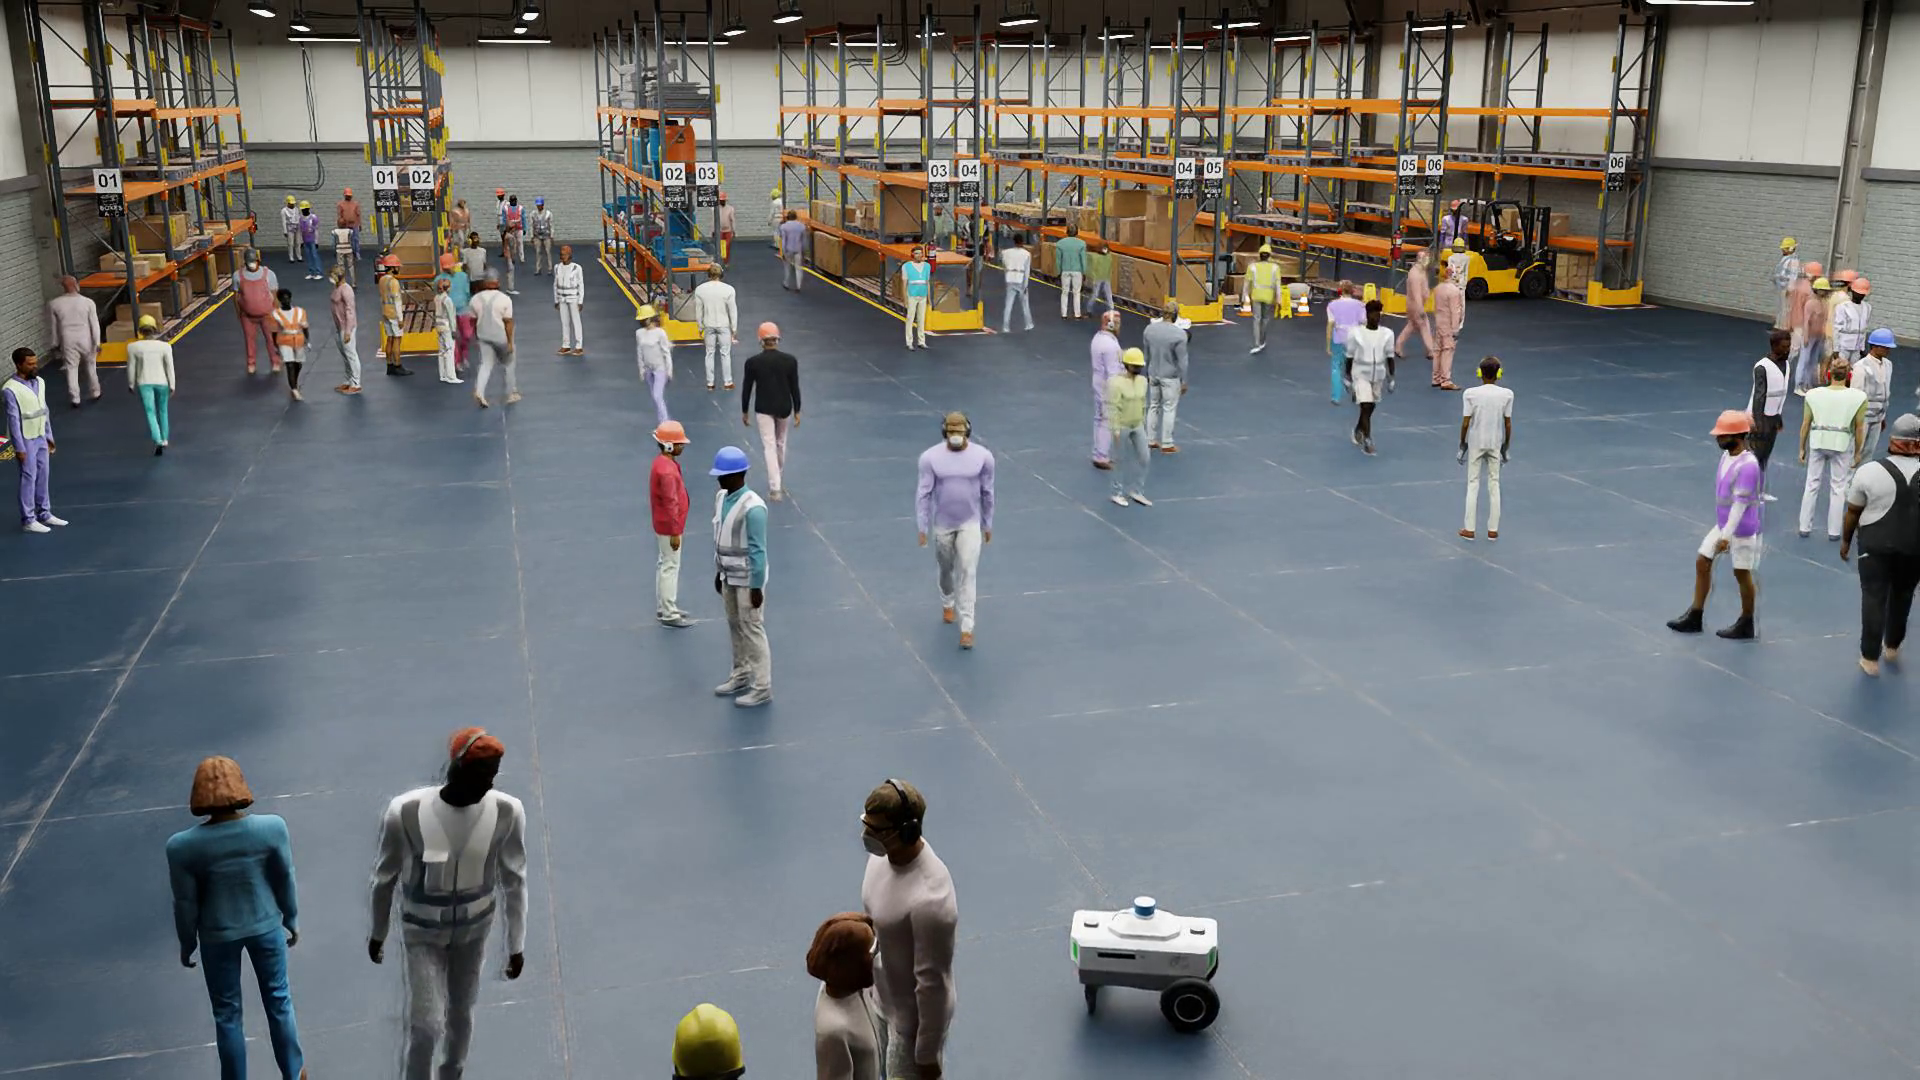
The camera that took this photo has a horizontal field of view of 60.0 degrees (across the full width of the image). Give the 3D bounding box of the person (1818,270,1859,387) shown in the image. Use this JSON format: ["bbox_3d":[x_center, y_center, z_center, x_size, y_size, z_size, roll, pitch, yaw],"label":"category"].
[{"bbox_3d":[13.087,-3.021,24.541,0.705,1.913,0.558,1,15,5],"label":"person"}]

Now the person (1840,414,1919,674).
[{"bbox_3d":[7.261,-0.015,12.994,0.712,2.000,0.833,5,16,18],"label":"person"}]

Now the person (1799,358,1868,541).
[{"bbox_3d":[8.743,-0.900,16.724,0.562,1.837,0.389,10,18,32],"label":"person"}]

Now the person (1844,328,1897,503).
[{"bbox_3d":[9.968,-1.359,18.259,0.601,1.939,0.409,-9,17,-31],"label":"person"}]

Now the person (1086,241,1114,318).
[{"bbox_3d":[2.863,-5.229,33.504,0.517,1.581,0.826,-7,17,-25],"label":"person"}]

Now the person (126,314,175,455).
[{"bbox_3d":[-10.143,-1.963,20.913,0.523,1.731,0.848,-10,18,-34],"label":"person"}]

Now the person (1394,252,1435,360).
[{"bbox_3d":[7.878,-3.978,28.318,0.938,1.833,0.695,4,15,15],"label":"person"}]

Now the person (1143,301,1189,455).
[{"bbox_3d":[2.564,-2.025,20.782,0.648,1.925,0.378,13,19,40],"label":"person"}]

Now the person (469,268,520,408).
[{"bbox_3d":[-6.756,-2.947,24.025,0.679,2.000,0.965,3,15,12],"label":"person"}]

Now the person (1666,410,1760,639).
[{"bbox_3d":[6.235,-0.111,13.610,0.796,1.900,0.563,0,15,0],"label":"person"}]

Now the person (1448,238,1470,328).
[{"bbox_3d":[9.594,-4.960,32.173,0.489,1.744,0.295,-6,16,-22],"label":"person"}]

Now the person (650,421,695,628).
[{"bbox_3d":[-2.418,-0.138,14.012,0.346,1.746,0.573,-4,15,-16],"label":"person"}]

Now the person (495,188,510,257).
[{"bbox_3d":[-12.778,-8.866,46.524,0.550,1.929,0.387,13,20,41],"label":"person"}]

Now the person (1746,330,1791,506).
[{"bbox_3d":[8.845,-1.350,18.254,0.597,1.916,0.370,-12,19,-39],"label":"person"}]

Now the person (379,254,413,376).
[{"bbox_3d":[-9.074,-3.607,26.710,0.376,1.935,0.550,-13,20,-41],"label":"person"}]

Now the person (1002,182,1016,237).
[{"bbox_3d":[1.593,-10.643,53.573,0.484,1.736,0.305,8,17,29],"label":"person"}]

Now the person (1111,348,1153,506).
[{"bbox_3d":[1.862,-1.208,18.033,0.541,1.746,0.582,-9,17,-31],"label":"person"}]

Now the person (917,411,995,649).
[{"bbox_3d":[-0.036,-0.138,13.741,0.638,1.895,0.984,1,15,4],"label":"person"}]

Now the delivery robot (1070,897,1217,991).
[{"bbox_3d":[0.894,1.986,8.131,0.707,0.478,0.477,2,15,7],"label":"delivery robot"}]

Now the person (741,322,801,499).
[{"bbox_3d":[-2.127,-1.470,18.679,0.638,1.935,1.042,-5,16,-18],"label":"person"}]

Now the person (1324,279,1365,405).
[{"bbox_3d":[5.573,-2.845,24.064,0.567,1.829,0.488,-2,15,-9],"label":"person"}]

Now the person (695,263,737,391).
[{"bbox_3d":[-3.683,-3.220,25.248,0.635,1.938,0.359,2,15,6],"label":"person"}]

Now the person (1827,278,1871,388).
[{"bbox_3d":[12.522,-2.718,23.382,0.546,1.928,0.385,-4,15,-14],"label":"person"}]

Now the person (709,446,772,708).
[{"bbox_3d":[-1.613,0.261,12.161,0.416,1.938,0.611,-10,18,-33],"label":"person"}]

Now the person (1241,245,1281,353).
[{"bbox_3d":[5.294,-4.238,29.234,0.652,1.858,1.017,1,15,5],"label":"person"}]

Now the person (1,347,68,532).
[{"bbox_3d":[-9.550,-1.028,17.071,0.392,1.911,0.584,0,15,2],"label":"person"}]

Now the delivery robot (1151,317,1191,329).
[{"bbox_3d":[3.848,-3.934,30.409,0.707,0.478,0.477,0,15,1],"label":"delivery robot"}]

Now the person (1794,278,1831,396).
[{"bbox_3d":[12.789,-3.039,24.900,0.525,1.769,0.308,-10,18,-32],"label":"person"}]

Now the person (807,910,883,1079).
[{"bbox_3d":[-0.388,2.074,5.908,0.284,1.636,0.500,0,15,2],"label":"person"}]

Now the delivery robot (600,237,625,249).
[{"bbox_3d":[-9.718,-8.241,46.615,0.707,0.478,0.477,-5,16,-17],"label":"delivery robot"}]

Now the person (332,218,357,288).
[{"bbox_3d":[-14.441,-6.727,39.019,0.523,1.638,0.311,-7,16,-24],"label":"person"}]

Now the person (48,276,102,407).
[{"bbox_3d":[-12.813,-2.880,24.125,0.660,1.863,1.004,-5,16,-18],"label":"person"}]

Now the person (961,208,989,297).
[{"bbox_3d":[0.322,-6.404,37.087,0.645,2.004,0.942,-2,15,-7],"label":"person"}]

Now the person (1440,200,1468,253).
[{"bbox_3d":[11.590,-6.940,39.049,0.614,2.040,0.390,1,15,5],"label":"person"}]

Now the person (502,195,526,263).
[{"bbox_3d":[-12.053,-8.413,45.005,0.619,1.836,0.430,-4,15,-15],"label":"person"}]

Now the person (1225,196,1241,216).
[{"bbox_3d":[7.830,-9.036,47.718,0.499,1.634,0.279,-5,16,-18],"label":"person"}]
